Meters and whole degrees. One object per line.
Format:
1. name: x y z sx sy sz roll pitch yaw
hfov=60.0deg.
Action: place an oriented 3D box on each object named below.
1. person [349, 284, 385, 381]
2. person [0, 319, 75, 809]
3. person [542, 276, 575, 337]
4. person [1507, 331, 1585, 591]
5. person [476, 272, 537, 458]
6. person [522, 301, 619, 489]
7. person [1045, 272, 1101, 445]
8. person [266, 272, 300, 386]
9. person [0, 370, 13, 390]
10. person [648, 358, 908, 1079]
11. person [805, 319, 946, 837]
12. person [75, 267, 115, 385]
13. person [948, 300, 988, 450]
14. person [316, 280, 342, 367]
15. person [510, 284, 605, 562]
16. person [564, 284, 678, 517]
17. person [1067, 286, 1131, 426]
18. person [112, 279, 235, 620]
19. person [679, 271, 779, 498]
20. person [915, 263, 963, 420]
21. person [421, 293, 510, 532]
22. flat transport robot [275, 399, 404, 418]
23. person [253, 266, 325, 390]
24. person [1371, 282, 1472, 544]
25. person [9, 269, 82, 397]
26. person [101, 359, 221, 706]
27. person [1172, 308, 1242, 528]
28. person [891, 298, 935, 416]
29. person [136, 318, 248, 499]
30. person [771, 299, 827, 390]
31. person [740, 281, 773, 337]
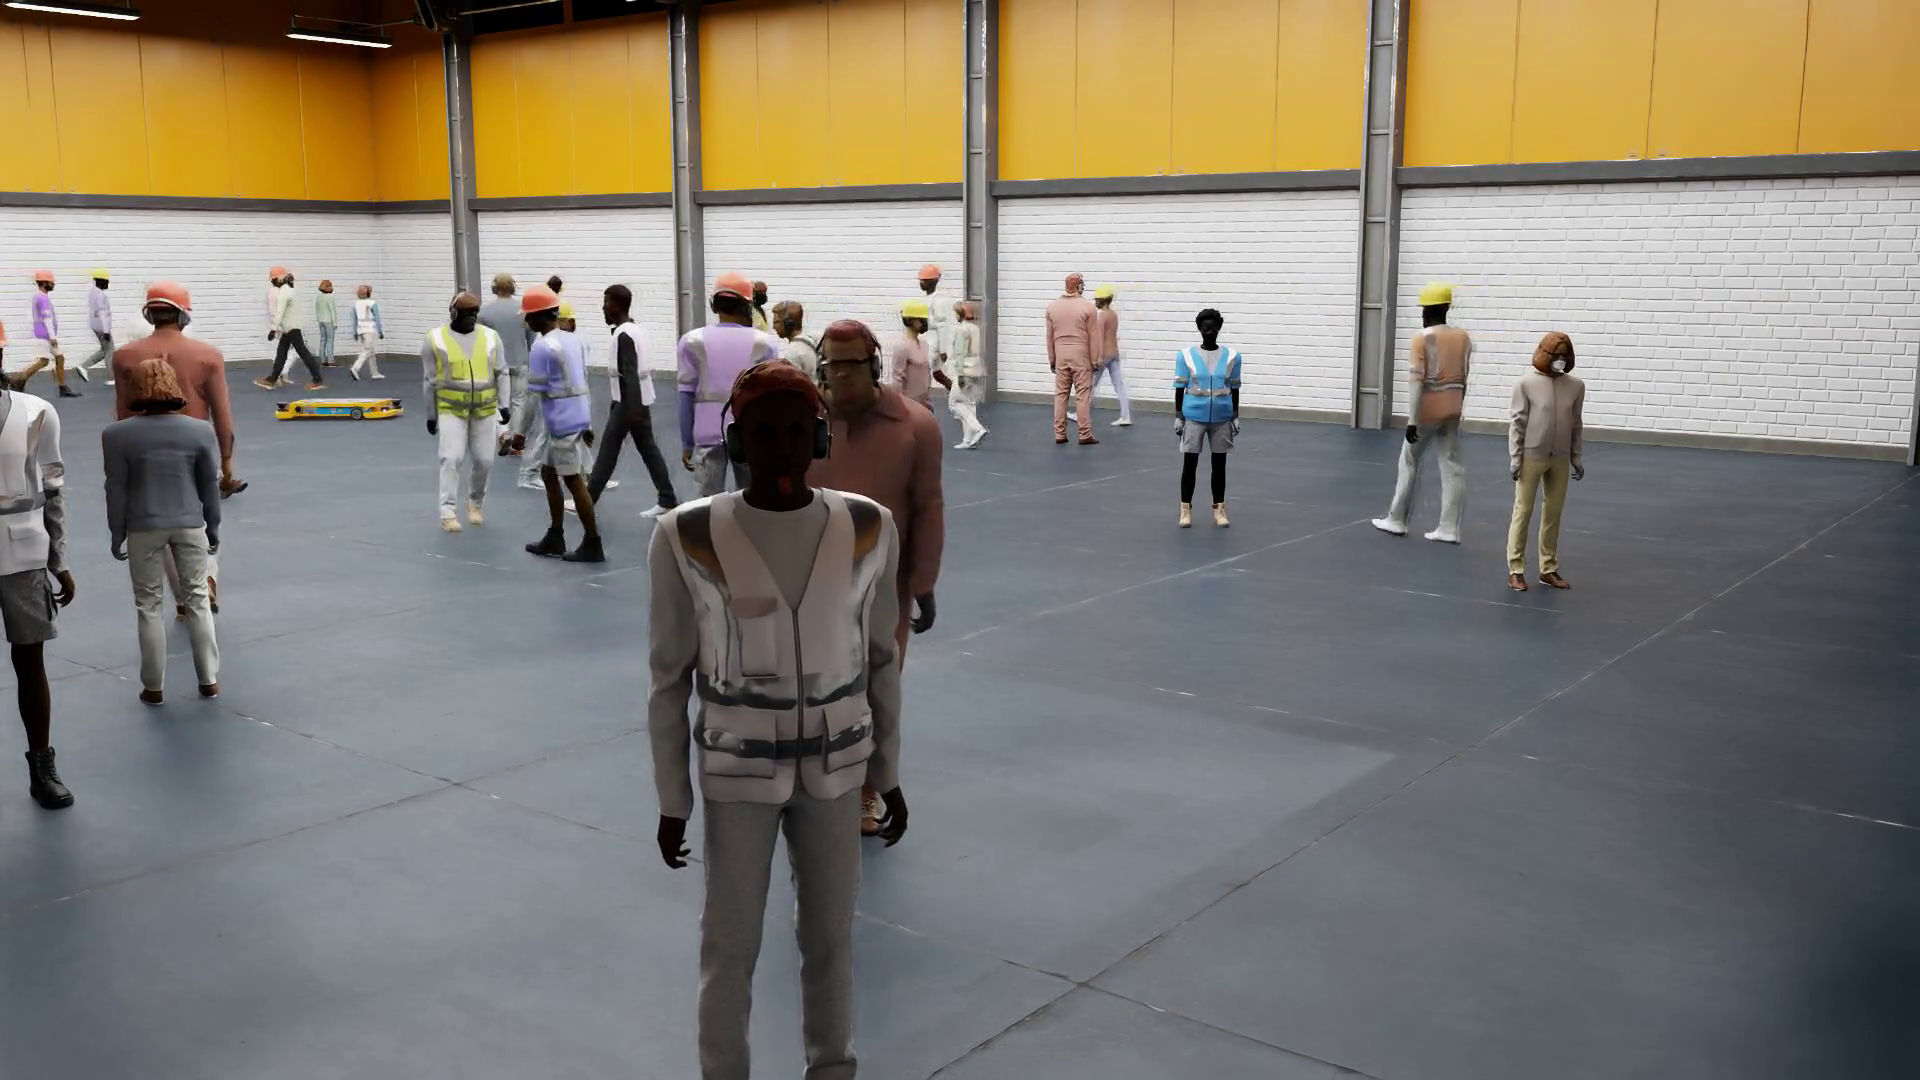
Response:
1. person: -9.992 -3.478 27.900 0.510 1.612 0.763 6 11 30
2. person: -3.617 0.081 6.226 0.542 1.939 0.362 -8 12 -38
3. person: -5.564 -2.738 22.996 0.535 1.813 1.006 -6 11 -30
4. person: 3.688 -0.496 10.474 0.498 1.633 0.286 -2 10 -11
5. person: -4.647 -1.785 17.137 0.639 1.928 0.478 -4 11 -23
6. person: -3.544 -1.282 14.862 0.897 1.691 0.503 0 10 0
7. person: 1.278 -2.010 18.498 0.642 1.908 0.408 5 11 29
8. person: -10.786 -3.352 26.541 0.669 1.825 0.456 5 11 27
9. person: -14.647 -3.088 24.702 0.609 1.938 0.909 6 11 30
10. person: -0.397 0.540 3.716 0.584 1.882 0.344 -4 10 -21
11. person: -0.368 0.166 5.918 0.639 1.883 0.601 -1 10 -5
12. person: -13.852 -3.426 26.741 0.645 1.908 0.589 -7 12 -34
13. person: 0.080 -1.775 17.969 0.394 1.620 0.521 4 11 23
14. person: -11.903 -4.072 31.299 0.507 1.629 0.271 6 12 33
15. person: -2.791 -0.783 11.348 0.741 1.899 0.556 1 10 7
16. person: -2.732 -1.090 13.254 1.003 1.862 0.611 -1 10 -5
17. person: 1.742 -2.265 20.505 0.895 1.713 0.549 7 12 34
18. person: -4.488 -0.501 9.533 0.616 1.971 0.525 -3 10 -18
19. person: -1.394 -0.614 10.104 0.607 2.009 0.592 -1 10 -7
20. person: -0.277 -2.477 20.959 0.980 2.010 0.612 -2 10 -13
21. person: -3.819 -0.991 12.838 0.630 1.817 0.547 -6 11 -30
22. flat transport robot: -8.005 -1.705 21.478 1.431 0.197 0.652 0 10 0
23. person: -10.436 -3.270 25.807 1.067 1.927 0.626 -3 10 -17
24. person: 3.421 -0.945 12.294 0.613 1.897 0.833 -5 11 -27
25. person: -13.455 -3.010 24.333 0.858 1.910 0.549 -5 11 -26
26. person: -3.735 -0.037 7.831 0.494 1.624 0.280 -7 12 -37
27. person: 1.909 -0.935 12.851 0.541 1.696 0.315 0 10 -2
28. person: -0.393 -1.113 13.736 0.394 1.755 0.528 4 10 20
29. person: -6.695 -1.262 14.208 1.035 1.879 0.655 2 10 11
30. person: -1.009 -0.872 12.236 0.904 1.796 0.548 2 10 10
31. person: -2.293 -2.094 19.309 0.962 1.788 0.658 2 10 13
